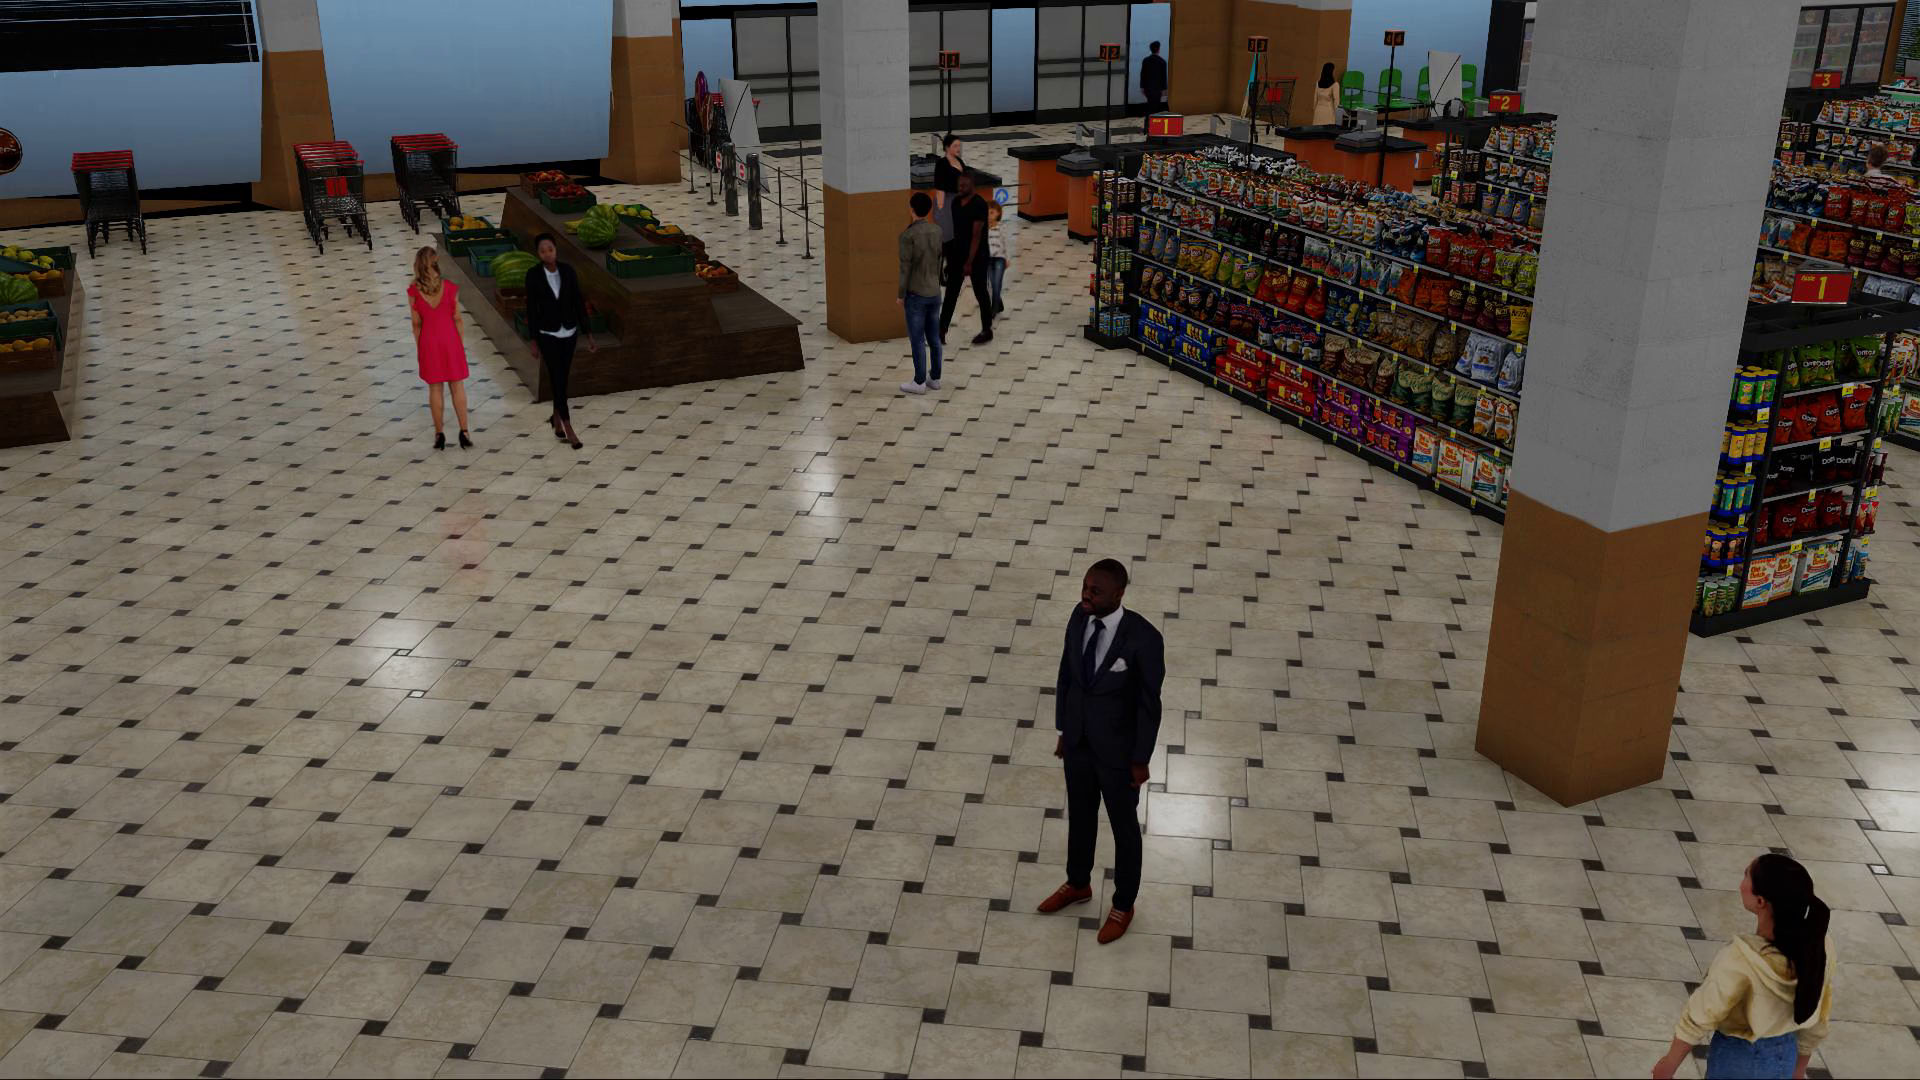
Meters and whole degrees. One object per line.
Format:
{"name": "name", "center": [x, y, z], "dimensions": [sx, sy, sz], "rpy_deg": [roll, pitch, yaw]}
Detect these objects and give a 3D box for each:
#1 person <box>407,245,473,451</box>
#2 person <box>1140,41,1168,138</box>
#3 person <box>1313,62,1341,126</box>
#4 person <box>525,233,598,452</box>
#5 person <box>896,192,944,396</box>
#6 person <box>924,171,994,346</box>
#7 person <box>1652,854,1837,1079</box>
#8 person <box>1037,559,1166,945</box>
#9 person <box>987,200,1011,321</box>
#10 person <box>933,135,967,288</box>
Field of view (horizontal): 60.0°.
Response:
{"name": "person", "center": [-4.355, -1.611, 13.929], "dimensions": [0.617, 1.727, 0.600], "rpy_deg": [-5, 22, -12]}
{"name": "person", "center": [3.491, -8.199, 30.342], "dimensions": [0.746, 1.714, 0.831], "rpy_deg": [14, 26, 30]}
{"name": "person", "center": [6.018, -6.995, 27.388], "dimensions": [0.759, 1.682, 0.582], "rpy_deg": [-20, 29, -40]}
{"name": "person", "center": [-3.419, -1.685, 14.012], "dimensions": [0.737, 1.802, 1.067], "rpy_deg": [-14, 26, -32]}
{"name": "person", "center": [-0.346, -2.283, 15.418], "dimensions": [0.773, 1.864, 0.717], "rpy_deg": [-20, 29, -41]}
{"name": "person", "center": [0.176, -2.854, 16.954], "dimensions": [1.112, 1.780, 0.972], "rpy_deg": [20, 30, 41]}
{"name": "person", "center": [2.679, 1.827, 5.532], "dimensions": [0.635, 1.610, 0.732], "rpy_deg": [-10, 24, -24]}
{"name": "person", "center": [0.649, 0.921, 7.499], "dimensions": [0.670, 1.824, 0.831], "rpy_deg": [19, 29, 39]}
{"name": "person", "center": [0.404, -3.047, 18.110], "dimensions": [0.859, 1.276, 0.918], "rpy_deg": [8, 23, 18]}
{"name": "person", "center": [-0.128, -3.878, 19.533], "dimensions": [0.799, 1.755, 0.778], "rpy_deg": [13, 25, 29]}
